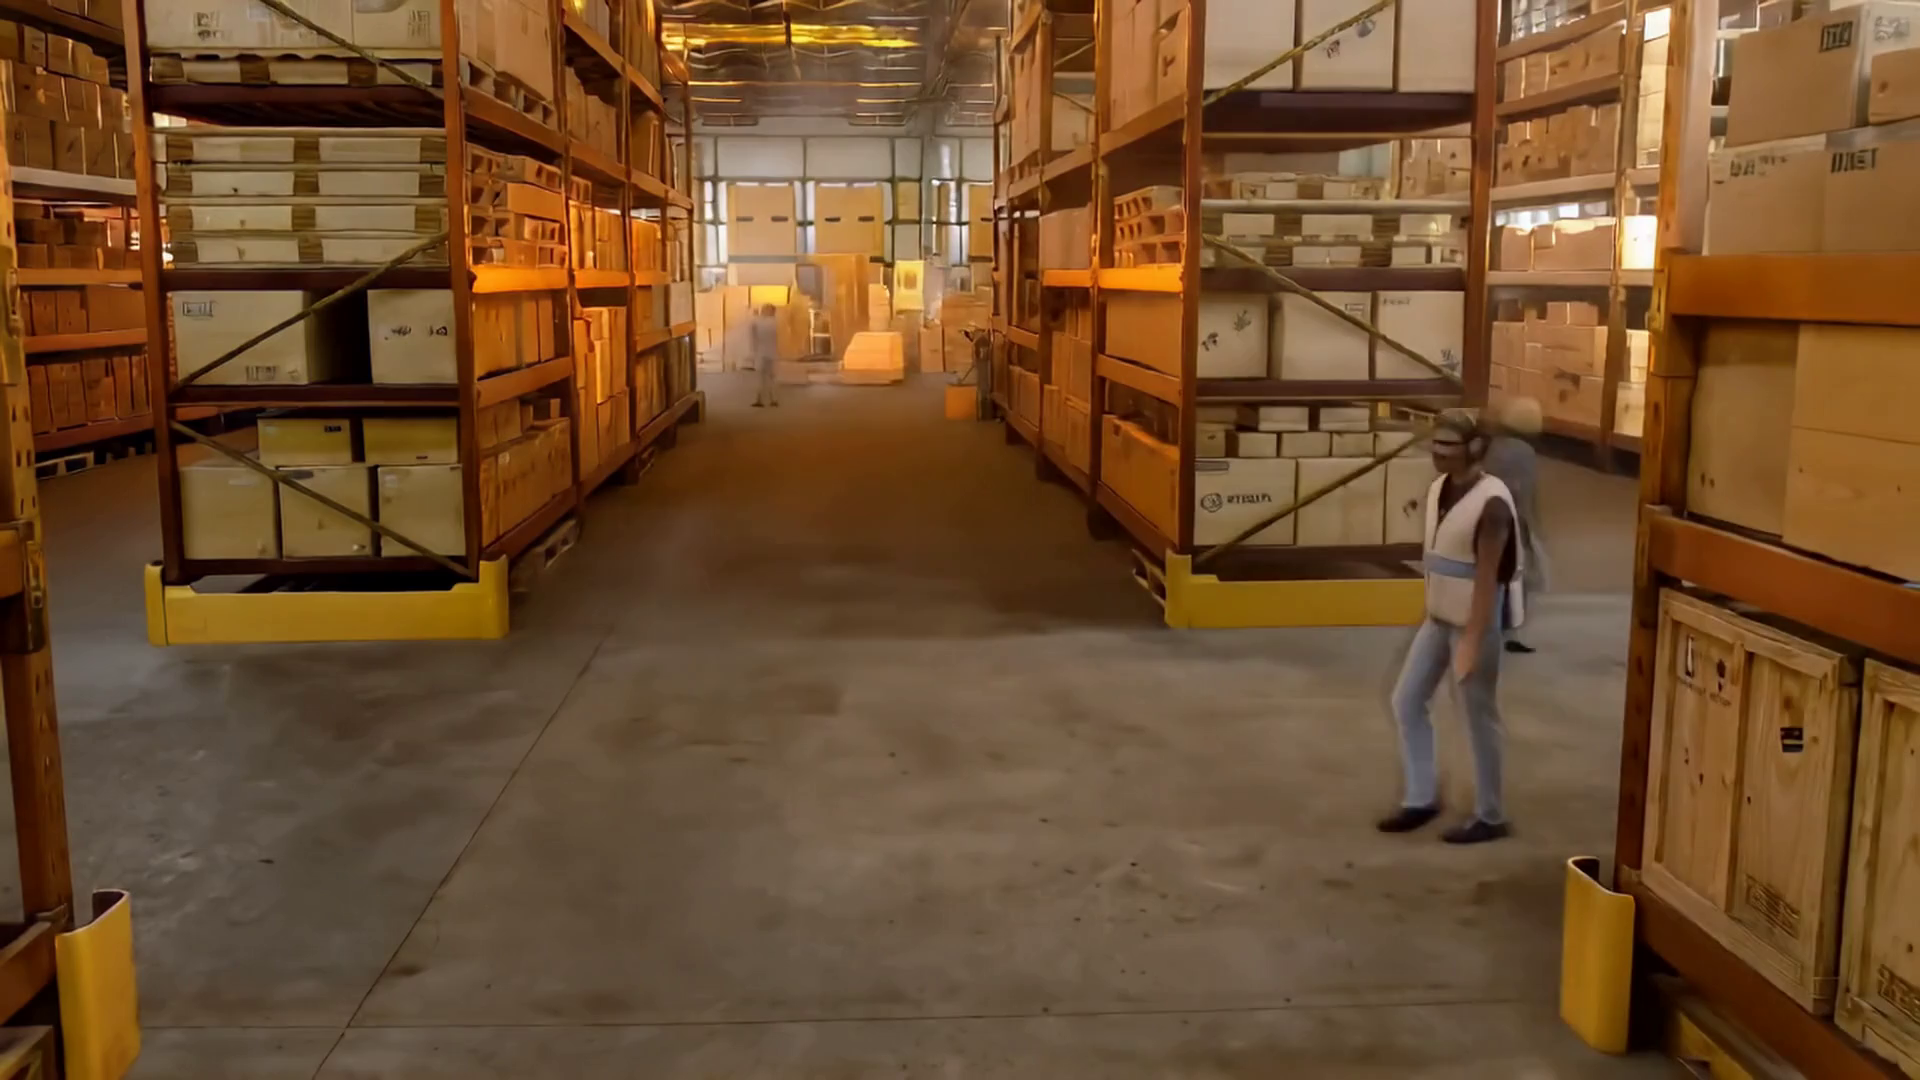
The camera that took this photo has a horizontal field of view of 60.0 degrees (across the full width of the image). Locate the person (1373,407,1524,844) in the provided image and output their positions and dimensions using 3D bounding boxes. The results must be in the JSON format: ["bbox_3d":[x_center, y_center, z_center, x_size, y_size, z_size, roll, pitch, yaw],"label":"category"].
[{"bbox_3d":[2.009,0.367,6.849,0.671,1.823,0.587,-2,9,-15],"label":"person"}]

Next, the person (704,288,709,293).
[{"bbox_3d":[-9.708,-8.785,64.103,0.362,1.886,0.575,1,9,4],"label":"person"}]

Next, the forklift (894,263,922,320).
[{"bbox_3d":[-1.972,-8.988,62.264,1.129,2.768,1.873,-1,9,-4],"label":"forklift"}]

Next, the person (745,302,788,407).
[{"bbox_3d":[-3.457,-3.304,29.714,0.739,1.892,0.410,-1,9,-7],"label":"person"}]

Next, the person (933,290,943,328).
[{"bbox_3d":[-0.676,-7.235,54.419,0.984,1.889,0.650,-4,10,-25],"label":"person"}]

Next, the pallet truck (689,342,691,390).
[{"bbox_3d":[-5.225,-3.008,27.480,1.885,1.965,0.823,2,9,14],"label":"pallet truck"}]

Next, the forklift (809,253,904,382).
[{"bbox_3d":[-2.270,-4.919,36.719,1.873,2.768,1.129,3,9,18],"label":"forklift"}]

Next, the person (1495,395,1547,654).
[{"bbox_3d":[3.425,-0.081,10.244,0.361,1.621,0.517,0,9,0],"label":"person"}]
